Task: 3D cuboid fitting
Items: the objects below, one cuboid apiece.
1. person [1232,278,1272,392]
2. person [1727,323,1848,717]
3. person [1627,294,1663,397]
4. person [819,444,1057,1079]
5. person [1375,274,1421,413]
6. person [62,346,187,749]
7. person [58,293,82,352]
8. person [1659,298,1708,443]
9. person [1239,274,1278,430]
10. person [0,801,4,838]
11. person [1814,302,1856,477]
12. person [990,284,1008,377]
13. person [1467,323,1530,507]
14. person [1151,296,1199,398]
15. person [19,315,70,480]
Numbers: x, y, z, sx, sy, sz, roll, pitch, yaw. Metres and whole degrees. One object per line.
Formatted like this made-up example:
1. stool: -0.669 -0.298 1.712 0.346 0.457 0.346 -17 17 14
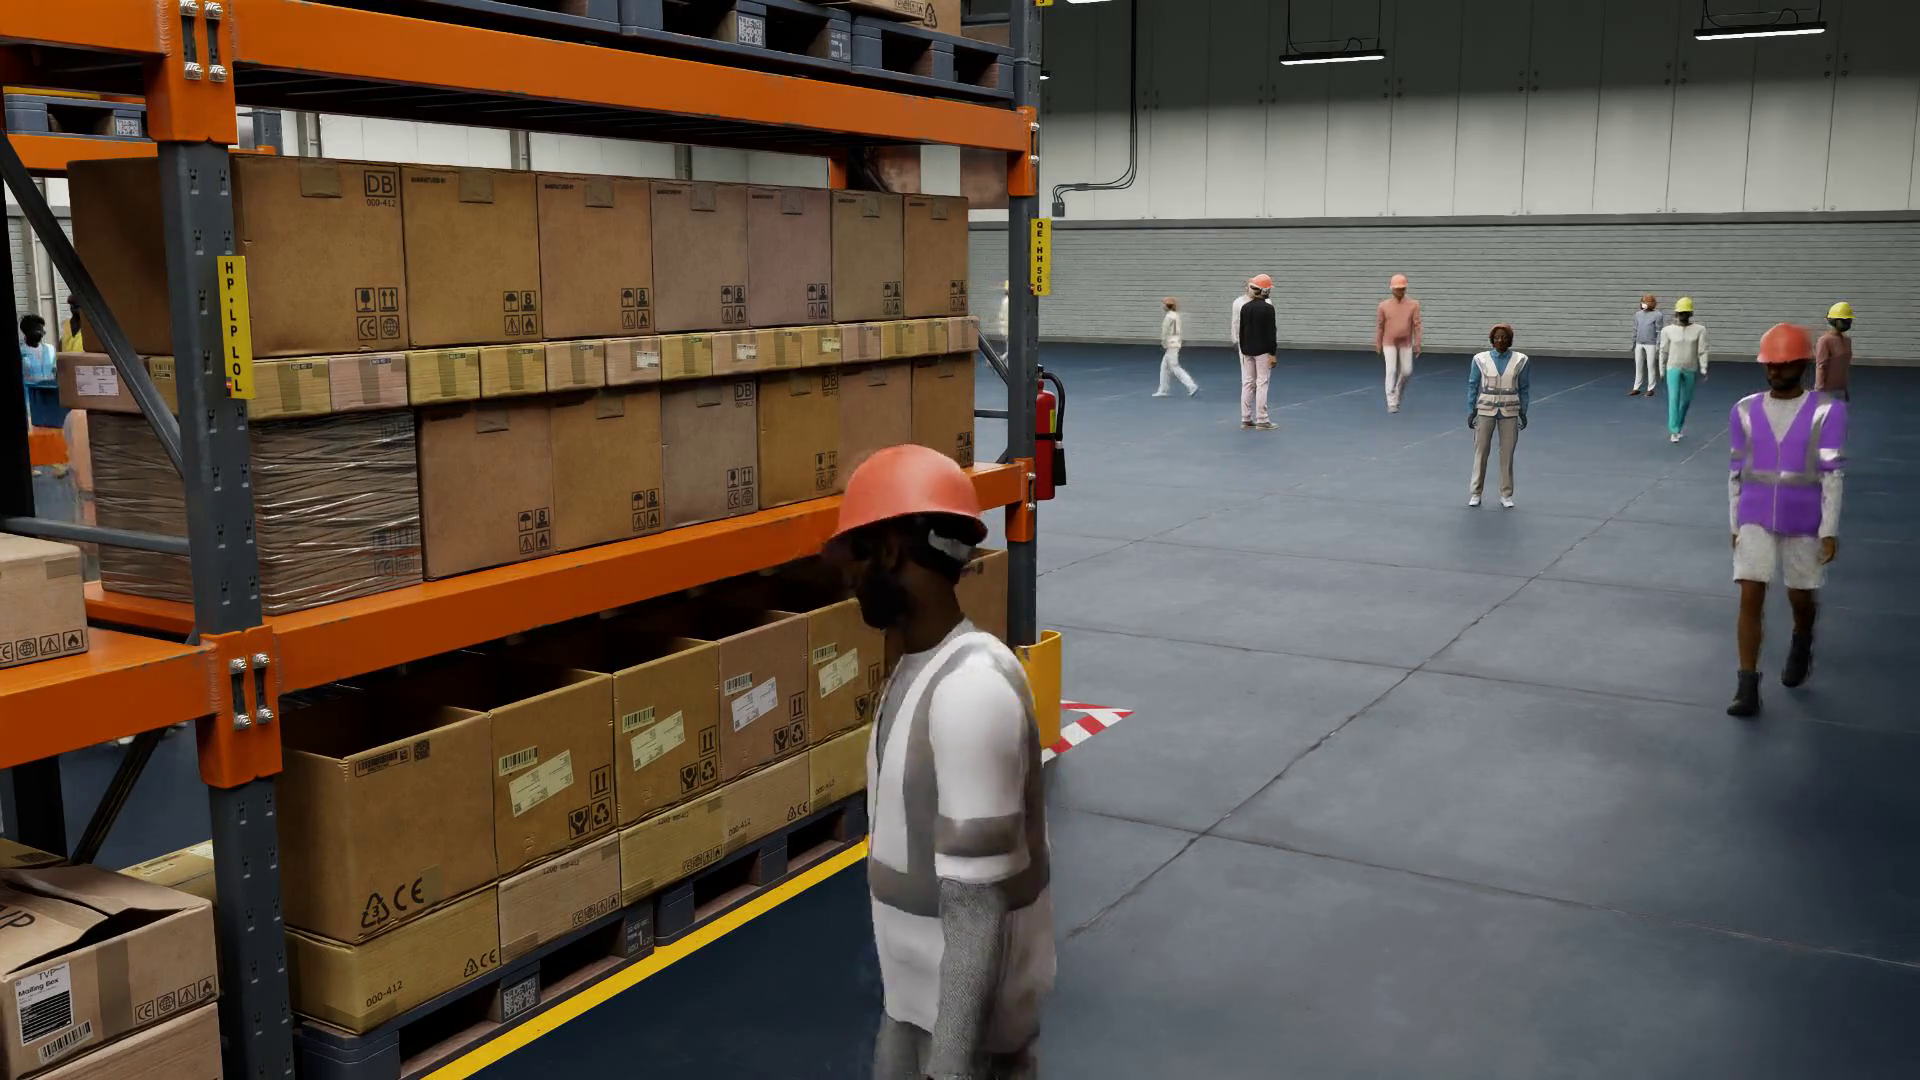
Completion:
1. person: 4.632 -3.215 26.407 0.649 1.888 0.506 0 10 2
2. person: 4.082 -0.121 8.237 0.545 1.915 0.859 7 12 37
3. person: 10.915 -3.097 26.465 0.268 1.631 0.507 -6 12 -33
4. person: -0.021 0.798 2.916 0.383 1.897 0.586 -3 10 -18
5. person: 6.246 -2.811 23.778 0.632 1.976 0.553 1 10 6
6. person: -3.784 -0.004 7.587 0.600 1.889 0.468 4 10 22
7. person: -9.740 -1.843 18.517 0.631 1.840 0.429 1 10 7
8. person: 8.742 -2.072 20.159 0.522 1.738 0.831 2 10 13
9. person: 3.851 -2.414 21.406 0.381 1.993 0.622 -6 12 -33
10. person: -3.729 0.270 6.019 0.583 1.882 0.337 6 11 29
11. person: 8.777 -1.497 16.706 0.534 1.767 0.319 -6 12 -34
12. person: 0.866 -3.742 29.725 0.524 1.818 0.591 0 10 1
13. person: 4.778 -1.105 14.783 0.525 1.639 0.307 2 10 14
14. person: 3.409 -3.028 26.173 0.743 1.608 0.533 3 10 16
15. person: -9.150 -1.415 16.544 0.903 1.633 0.548 4 10 20
